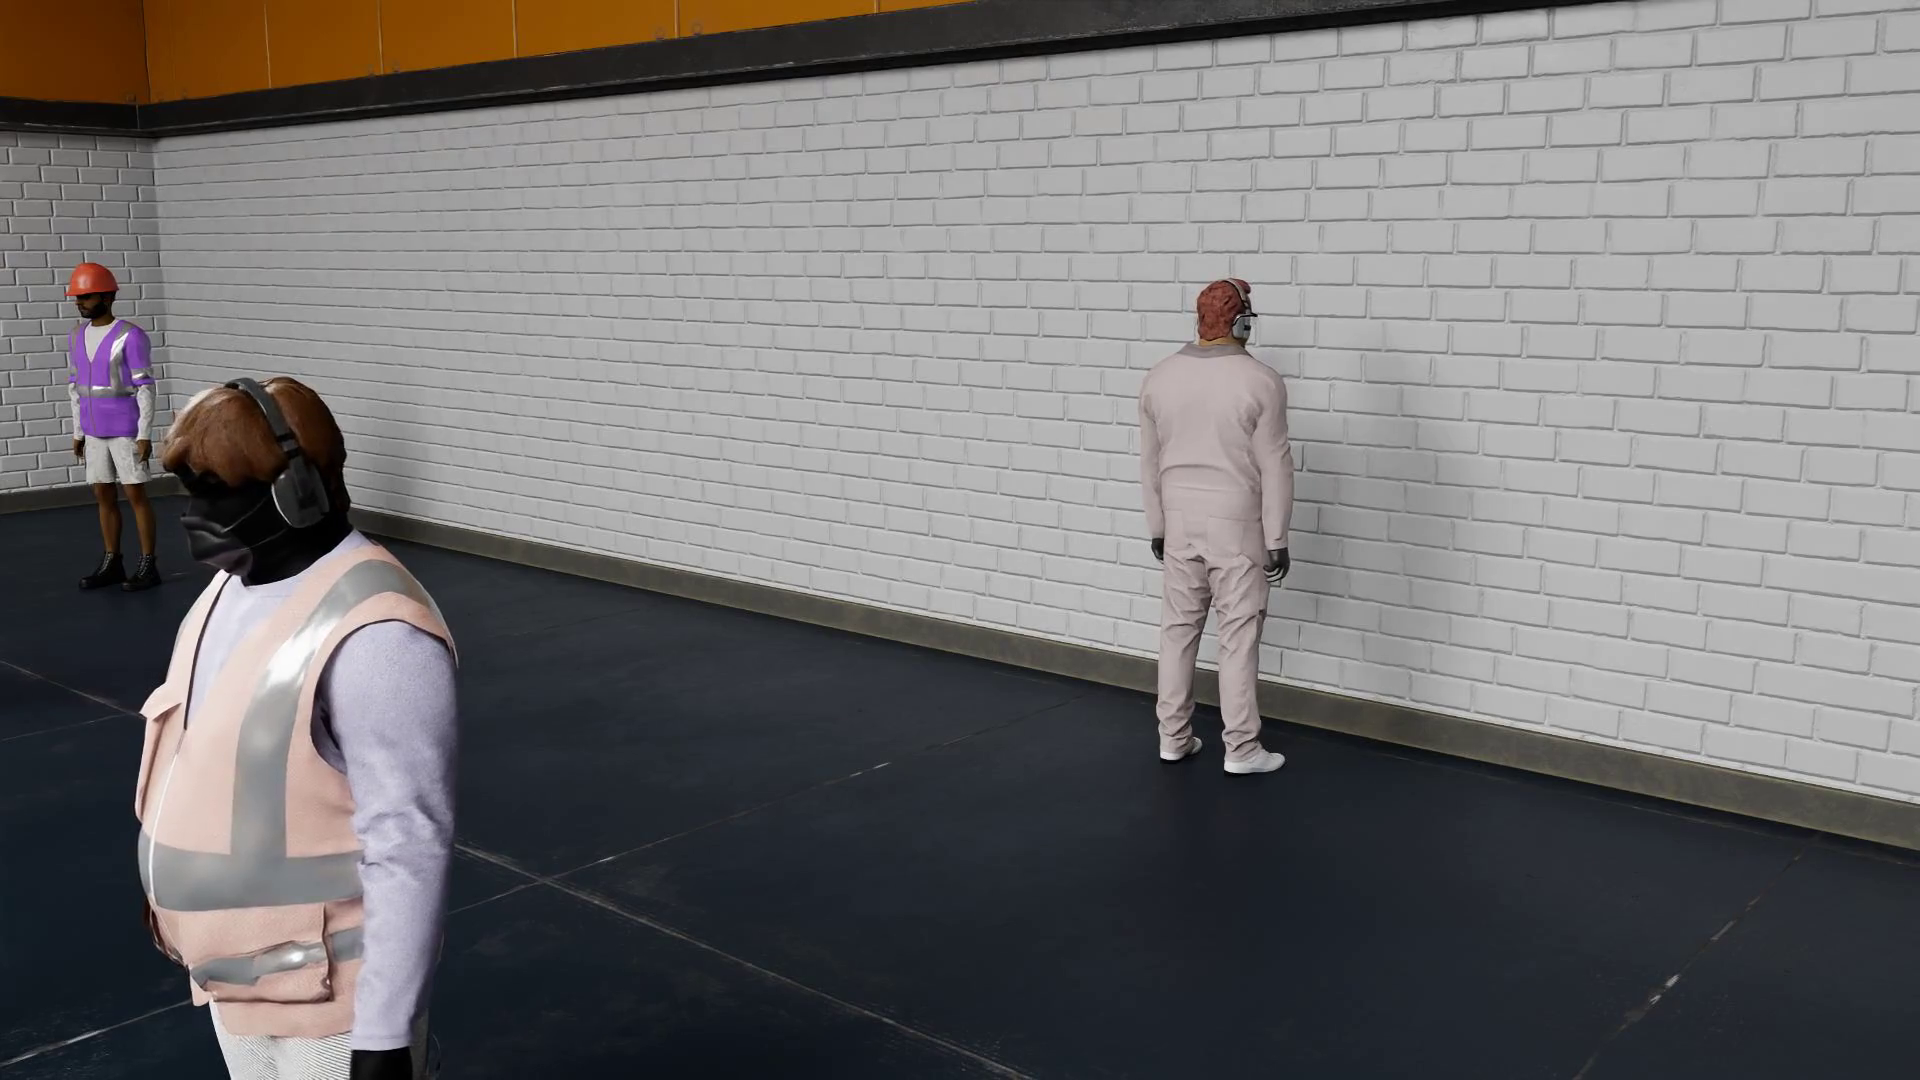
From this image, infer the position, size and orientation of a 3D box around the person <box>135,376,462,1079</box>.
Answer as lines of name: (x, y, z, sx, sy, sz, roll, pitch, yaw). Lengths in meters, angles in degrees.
person: (-1.011, 0.667, 2.568, 0.622, 1.838, 0.429, 10, 14, 44)

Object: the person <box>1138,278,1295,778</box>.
person: (1.003, -0.043, 6.411, 0.641, 1.908, 0.407, 8, 13, 38)

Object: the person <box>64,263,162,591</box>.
person: (-5.013, -0.654, 9.798, 0.550, 1.935, 0.376, 3, 10, 17)
